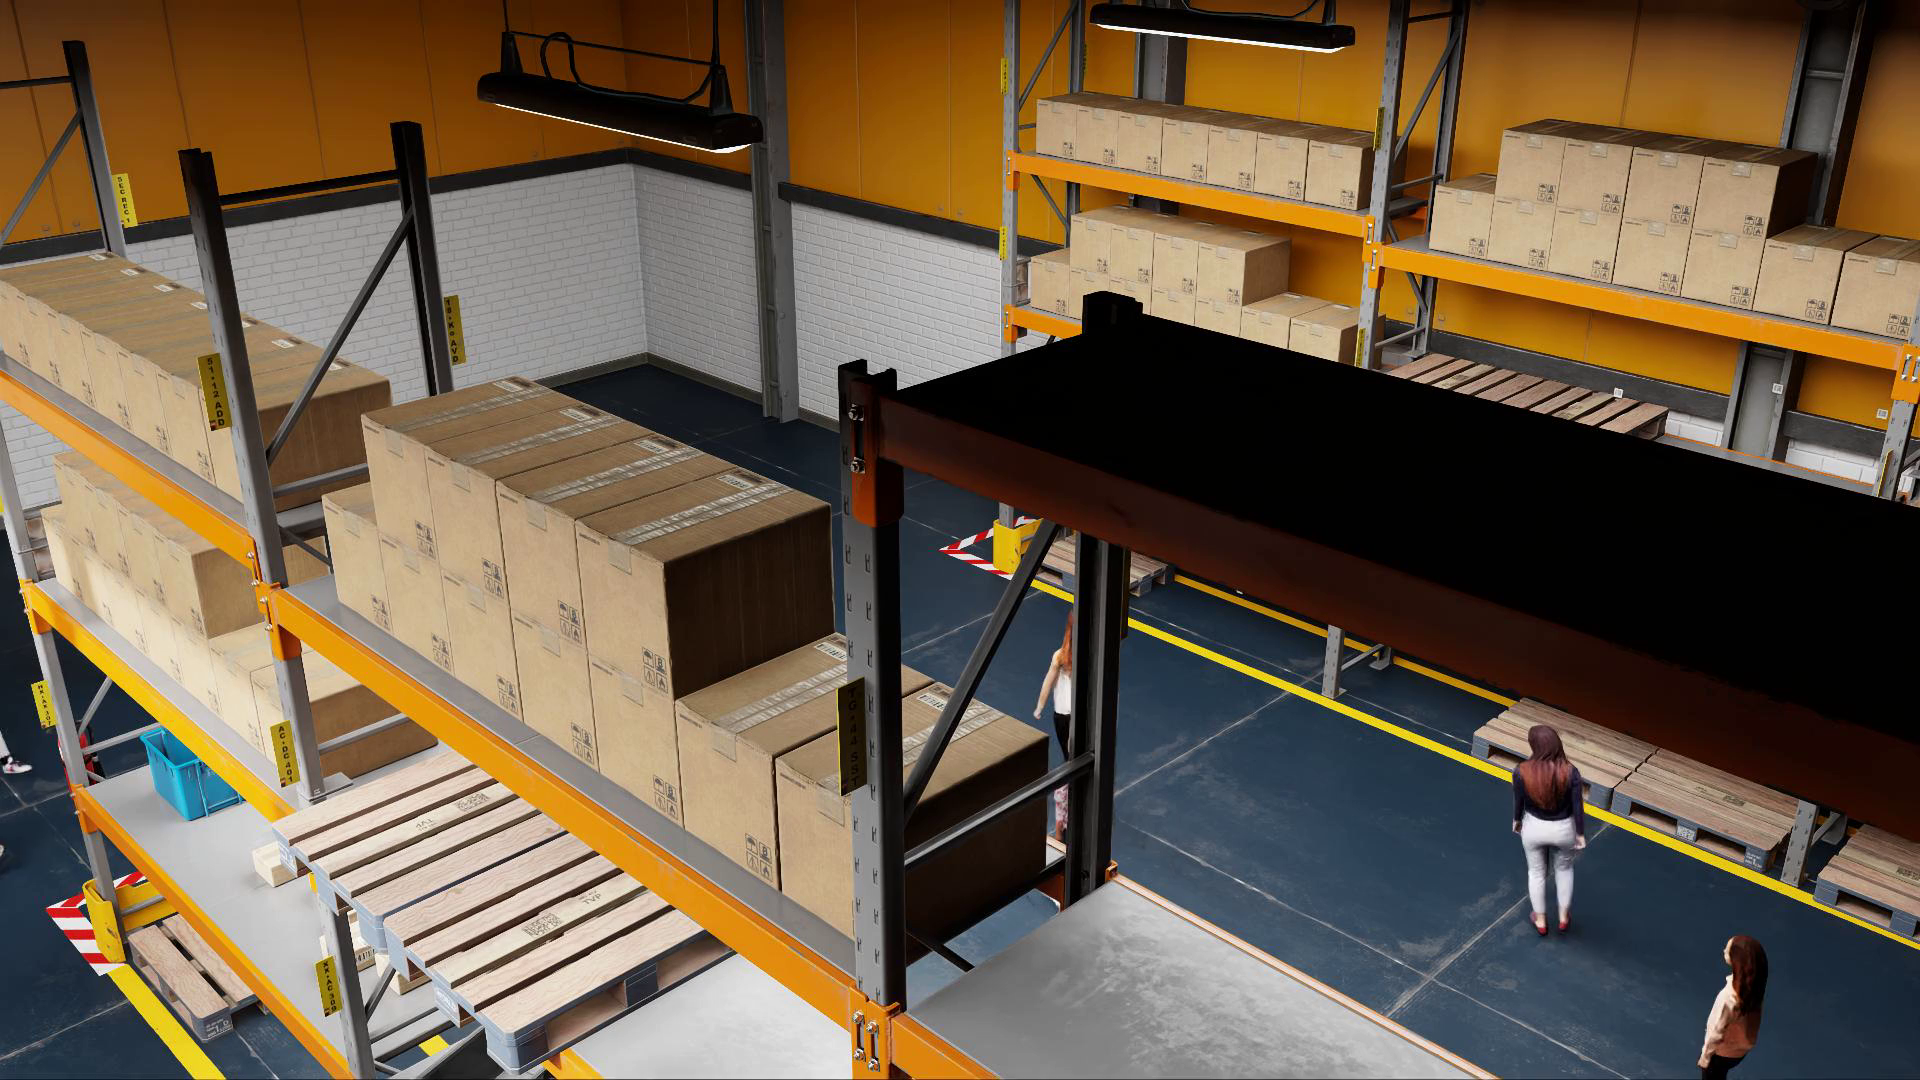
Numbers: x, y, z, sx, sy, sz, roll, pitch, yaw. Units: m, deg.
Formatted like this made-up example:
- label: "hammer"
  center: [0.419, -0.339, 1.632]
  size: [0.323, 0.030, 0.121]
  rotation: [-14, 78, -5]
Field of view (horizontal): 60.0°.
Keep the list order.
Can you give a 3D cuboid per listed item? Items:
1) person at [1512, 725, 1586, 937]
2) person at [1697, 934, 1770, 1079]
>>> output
- label: "person"
  center: [4.066, 2.030, 11.452]
  size: [0.641, 1.567, 0.816]
  rotation: [14, 27, 29]
- label: "person"
  center: [4.460, 2.913, 9.546]
  size: [0.573, 1.475, 0.590]
  rotation: [-21, 31, -39]
